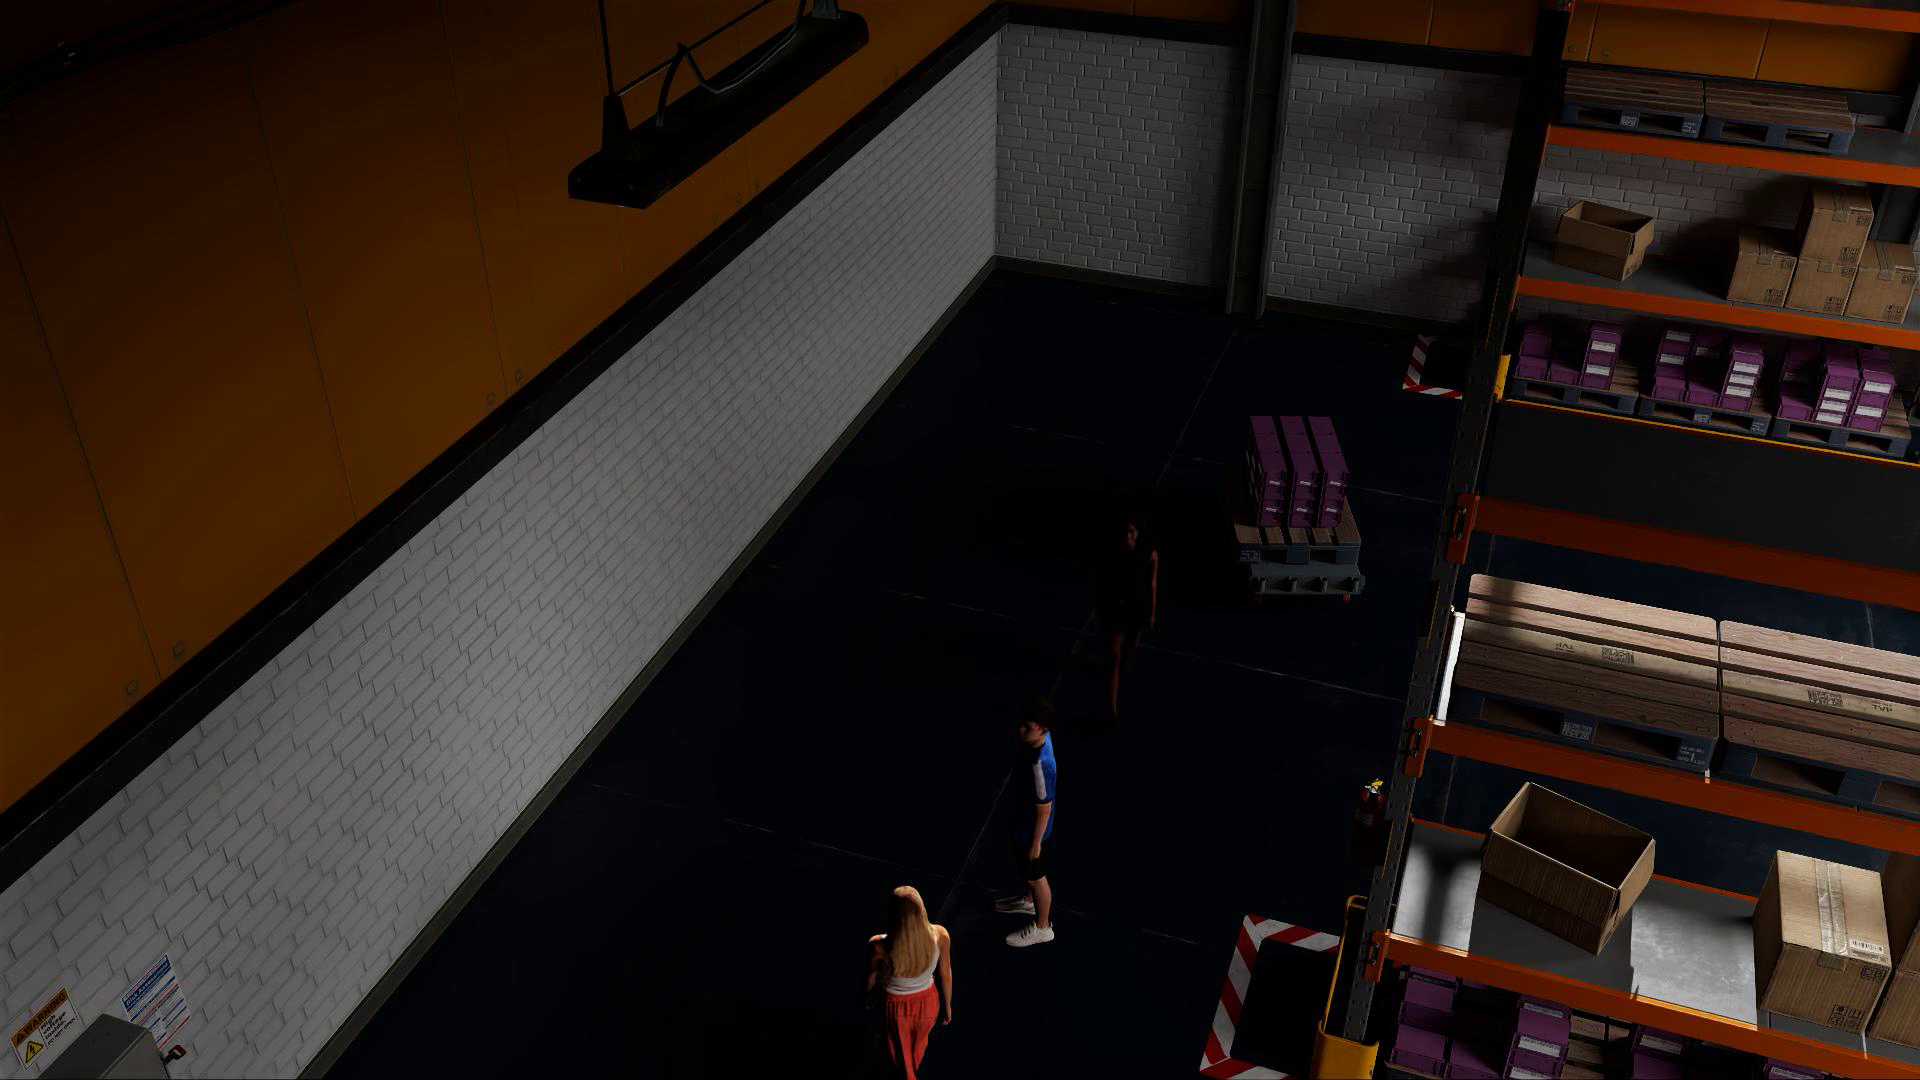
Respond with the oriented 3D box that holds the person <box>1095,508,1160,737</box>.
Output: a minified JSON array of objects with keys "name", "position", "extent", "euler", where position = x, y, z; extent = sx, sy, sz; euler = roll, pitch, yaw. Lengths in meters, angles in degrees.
[{"name":"person","position":[1.231,0.492,12.309],"extent":[1.202,1.695,0.868],"euler":[4,34,6]}]

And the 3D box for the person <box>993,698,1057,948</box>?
[{"name":"person","position":[0.450,1.728,10.296],"extent":[0.751,1.864,0.747],"euler":[-6,34,-8]}]

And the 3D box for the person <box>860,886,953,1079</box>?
[{"name":"person","position":[-0.262,2.651,9.011],"extent":[1.296,1.748,1.189],"euler":[-7,34,-11]}]
